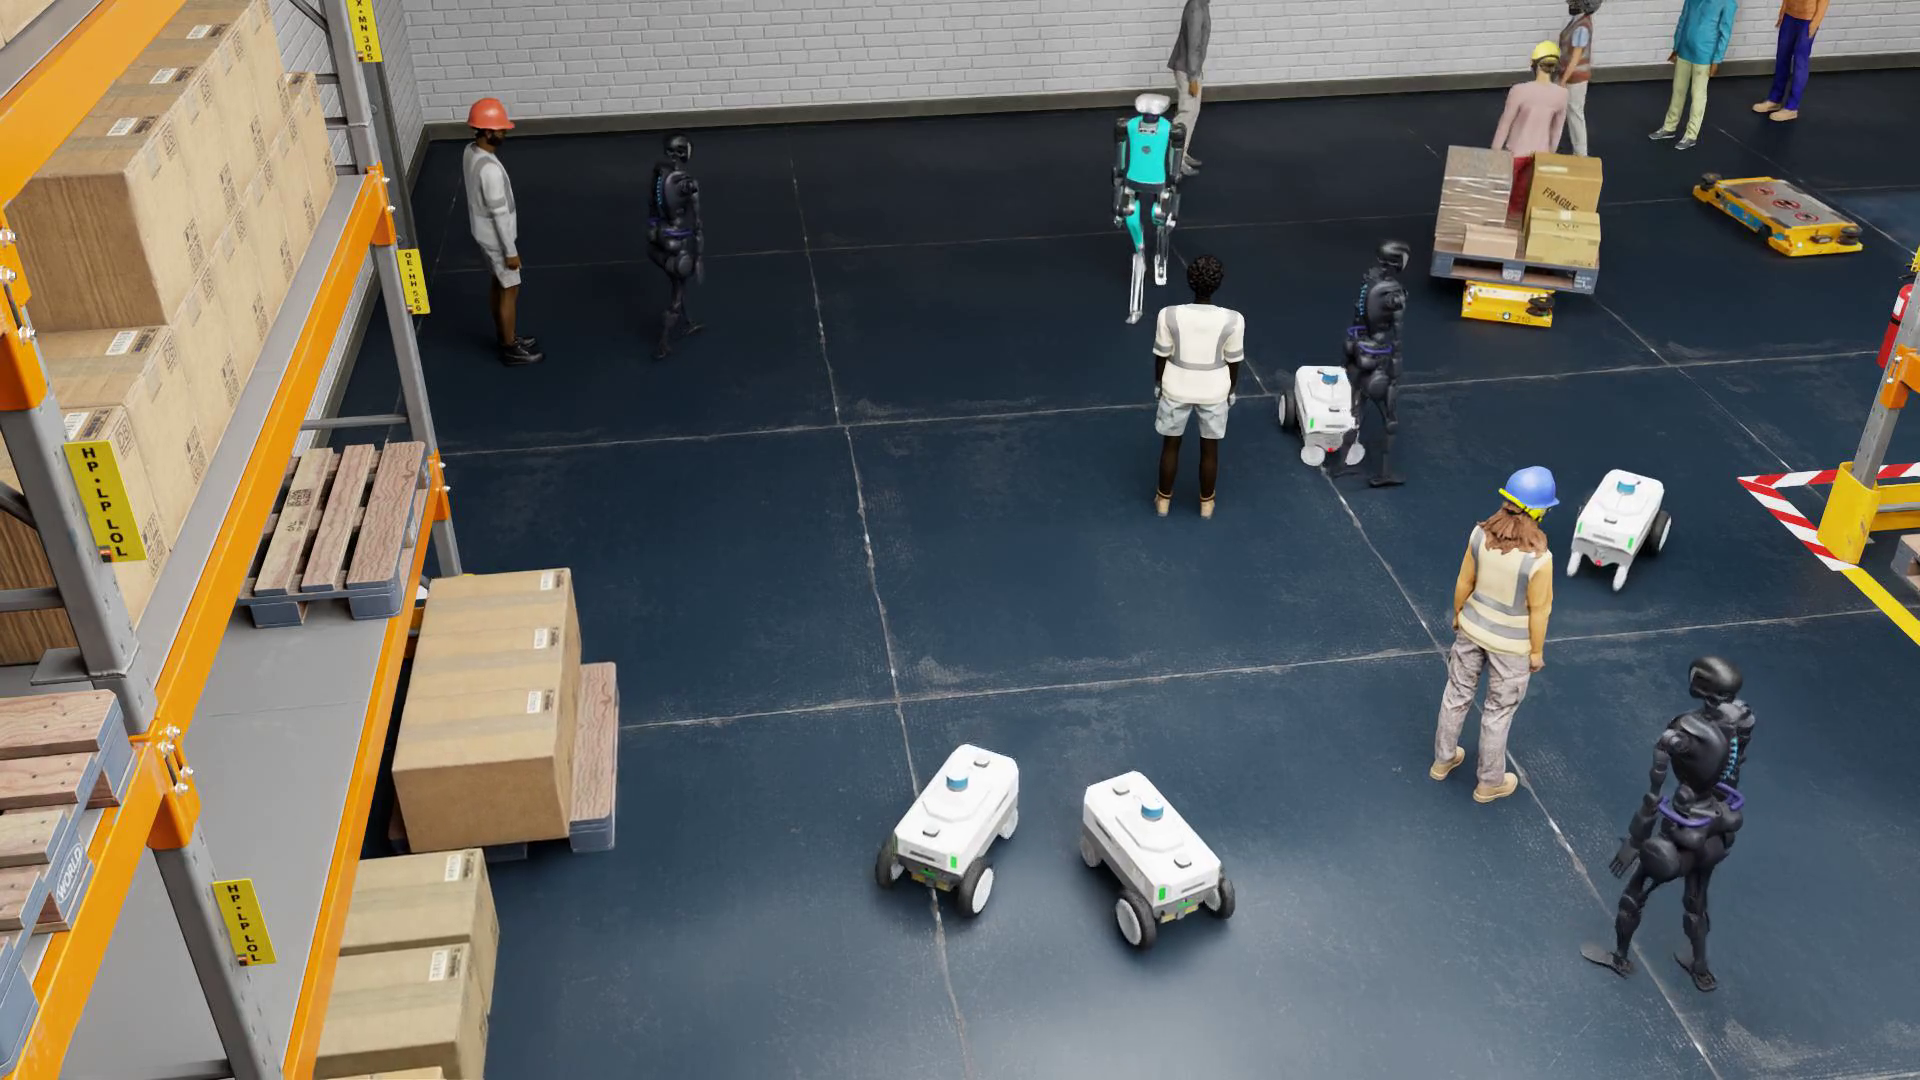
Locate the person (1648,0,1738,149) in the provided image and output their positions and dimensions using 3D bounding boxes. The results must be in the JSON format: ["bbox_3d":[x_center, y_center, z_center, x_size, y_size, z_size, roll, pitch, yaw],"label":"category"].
[{"bbox_3d":[6.819,-4.520,15.421,0.337,1.747,0.567,-15,36,-21],"label":"person"}]

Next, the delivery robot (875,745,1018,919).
[{"bbox_3d":[-0.021,1.307,7.604,0.499,0.612,0.815,15,36,22],"label":"delivery robot"}]

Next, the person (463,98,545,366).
[{"bbox_3d":[-3.198,-2.132,11.611,0.387,1.924,0.547,-17,37,-24],"label":"person"}]

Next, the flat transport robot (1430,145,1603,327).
[{"bbox_3d":[4.301,-2.075,13.033,0.659,0.231,1.431,9,34,14],"label":"flat transport robot"}]

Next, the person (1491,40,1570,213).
[{"bbox_3d":[4.492,-3.039,13.172,0.583,1.720,0.597,-3,33,-5],"label":"person"}]

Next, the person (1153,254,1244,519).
[{"bbox_3d":[1.399,-0.890,9.911,0.533,1.693,0.320,5,33,8],"label":"person"}]

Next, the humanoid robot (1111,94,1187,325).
[{"bbox_3d":[1.452,-2.587,12.521,0.536,1.768,1.049,9,34,14],"label":"humanoid robot"}]

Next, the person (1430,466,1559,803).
[{"bbox_3d":[2.520,0.445,7.793,0.323,1.773,0.470,-25,41,-33],"label":"person"}]

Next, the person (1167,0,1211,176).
[{"bbox_3d":[2.050,-4.176,14.776,0.430,1.884,0.545,6,34,8],"label":"person"}]

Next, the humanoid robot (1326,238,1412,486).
[{"bbox_3d":[2.589,-1.102,10.276,0.542,1.654,0.613,-7,34,-11],"label":"humanoid robot"}]

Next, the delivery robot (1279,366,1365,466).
[{"bbox_3d":[2.404,-0.852,10.888,0.522,0.584,0.748,1,33,2],"label":"delivery robot"}]

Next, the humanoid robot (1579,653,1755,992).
[{"bbox_3d":[2.977,1.187,6.764,0.589,1.641,0.450,-17,37,-24],"label":"humanoid robot"}]

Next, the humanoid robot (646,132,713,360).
[{"bbox_3d":[-2.001,-2.102,11.799,0.609,1.632,0.630,28,43,36],"label":"humanoid robot"}]

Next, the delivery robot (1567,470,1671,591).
[{"bbox_3d":[3.860,-0.108,9.756,0.499,0.595,0.781,20,38,27],"label":"delivery robot"}]

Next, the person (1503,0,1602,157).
[{"bbox_3d":[5.433,-4.224,15.055,0.813,1.641,0.473,6,34,9],"label":"person"}]

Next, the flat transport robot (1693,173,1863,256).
[{"bbox_3d":[6.921,-2.774,14.103,0.659,0.231,1.431,-6,34,-9],"label":"flat transport robot"}]

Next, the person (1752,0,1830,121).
[{"bbox_3d":[8.125,-5.076,16.080,0.404,1.972,0.518,-11,35,-16],"label":"person"}]

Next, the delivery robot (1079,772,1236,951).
[{"bbox_3d":[0.854,1.397,7.436,0.499,0.579,0.753,-15,36,-22],"label":"delivery robot"}]
